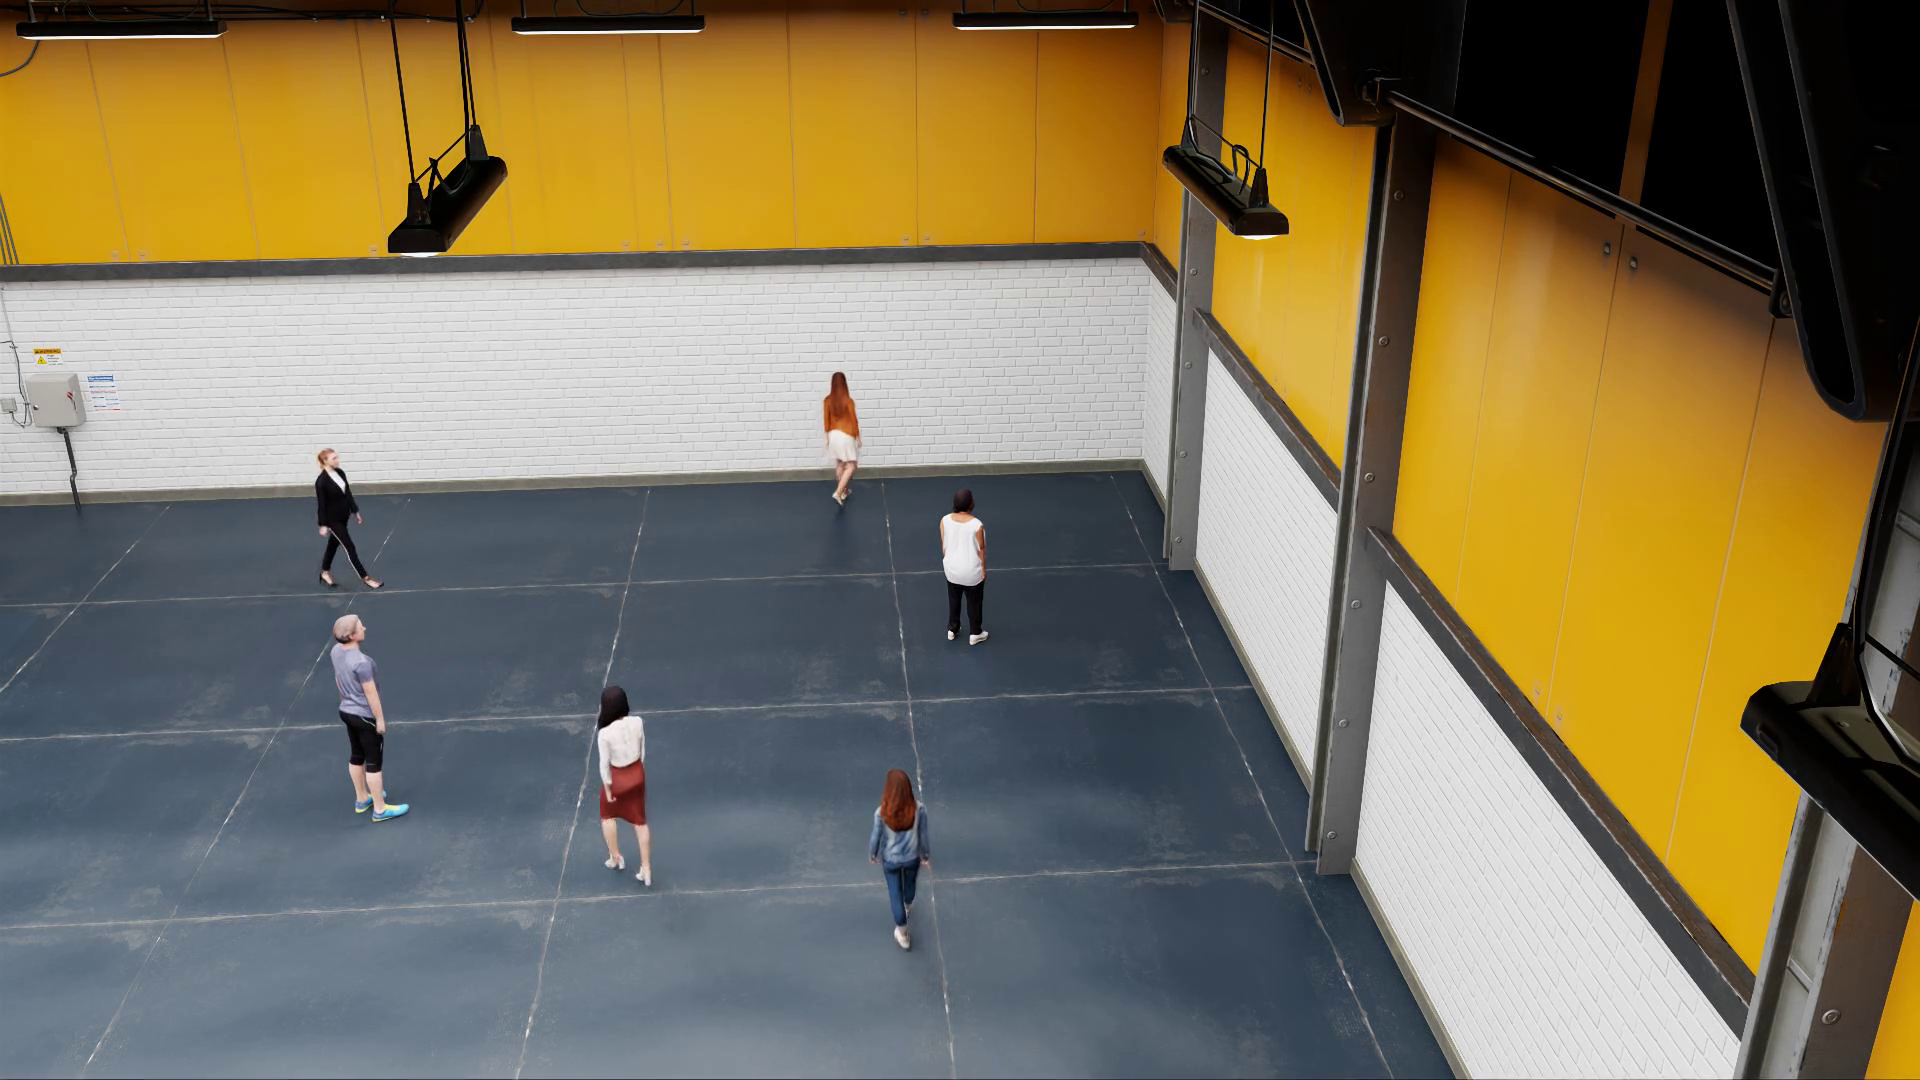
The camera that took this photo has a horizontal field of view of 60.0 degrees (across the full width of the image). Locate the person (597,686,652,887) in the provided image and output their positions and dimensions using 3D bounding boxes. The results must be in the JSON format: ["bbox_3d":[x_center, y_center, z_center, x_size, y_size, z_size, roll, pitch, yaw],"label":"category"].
[{"bbox_3d":[-2.607,1.986,13.175,0.801,1.730,0.870,-18,29,-35],"label":"person"}]

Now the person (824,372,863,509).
[{"bbox_3d":[-1.464,-1.219,20.537,0.909,1.705,1.025,12,26,25],"label":"person"}]

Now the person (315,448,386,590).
[{"bbox_3d":[-6.911,-0.200,18.268,0.913,1.656,1.075,5,24,12],"label":"person"}]

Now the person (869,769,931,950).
[{"bbox_3d":[-0.437,2.419,12.516,0.666,1.464,0.858,-5,24,-11],"label":"person"}]

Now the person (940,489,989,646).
[{"bbox_3d":[0.056,0.256,17.185,0.764,1.688,0.791,13,27,27],"label":"person"}]

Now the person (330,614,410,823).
[{"bbox_3d":[-5.076,1.490,14.112,0.736,1.887,0.800,19,30,37],"label":"person"}]
